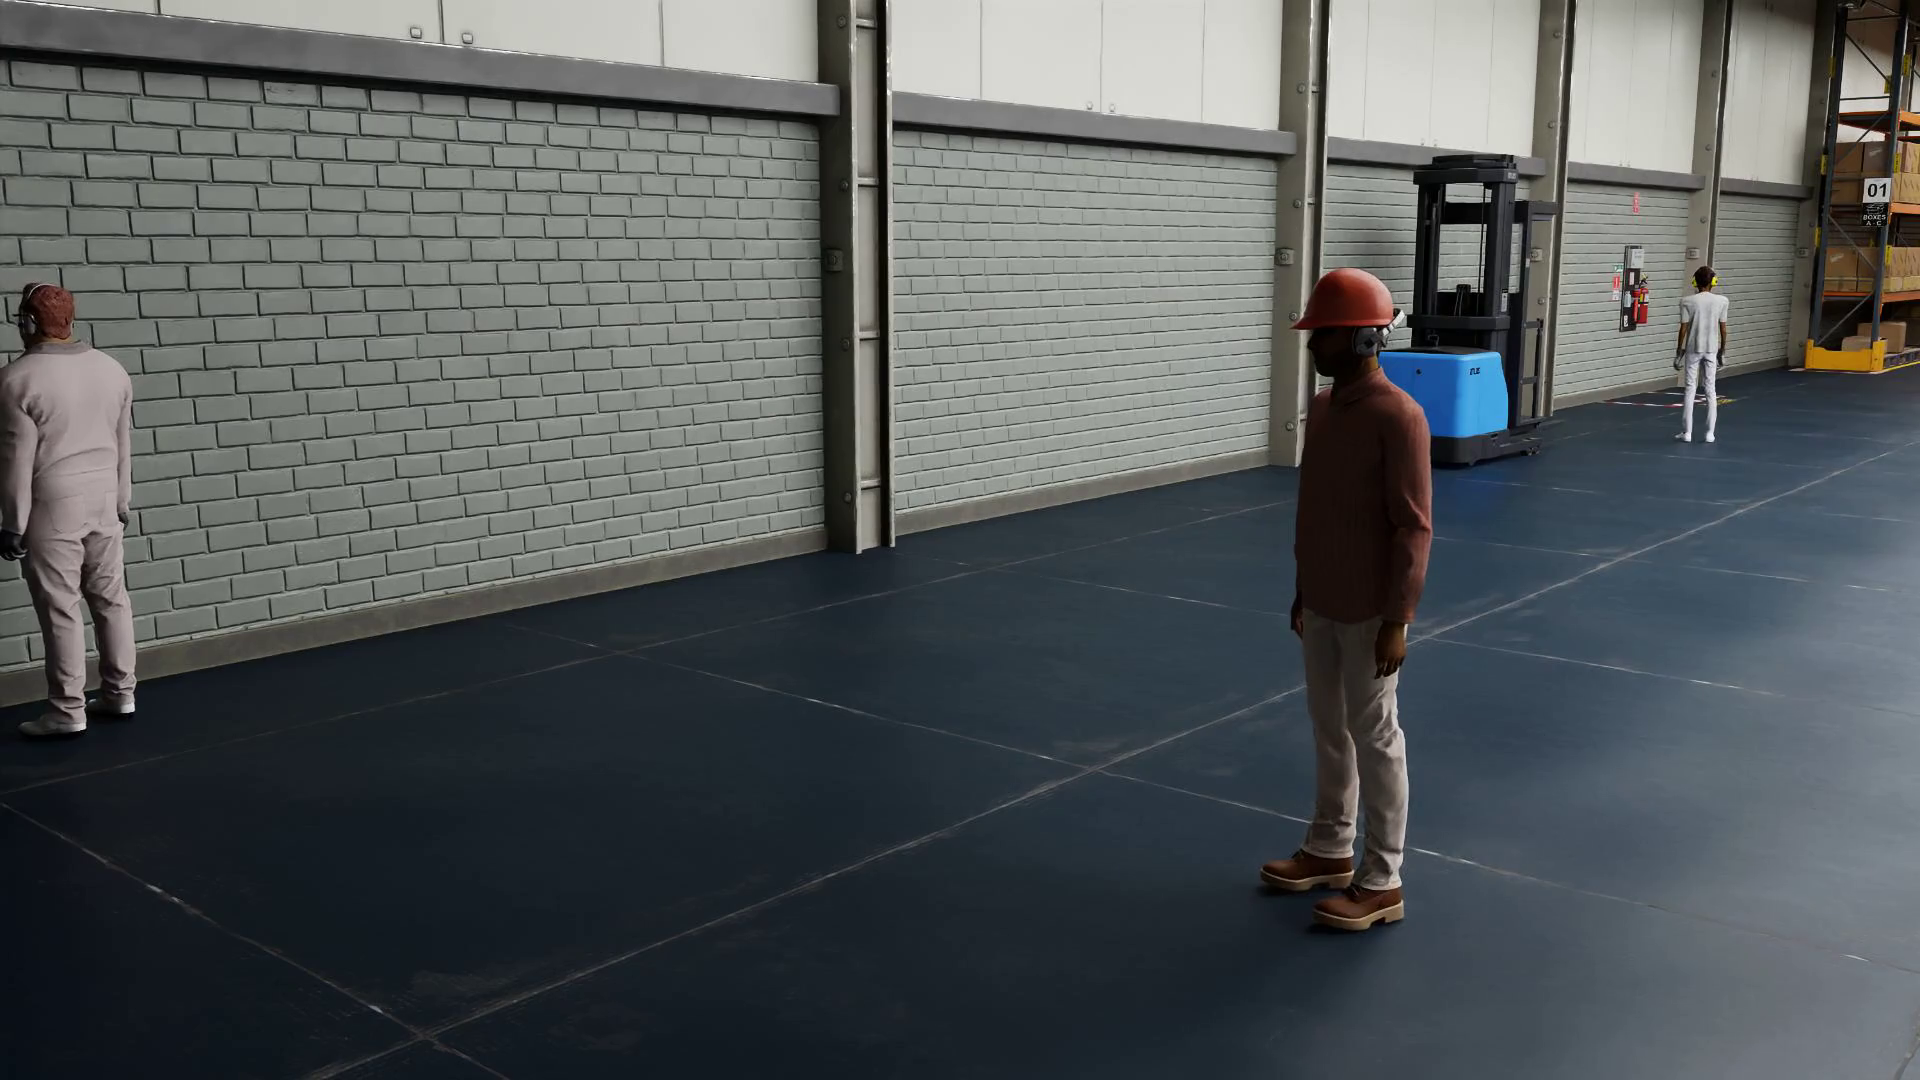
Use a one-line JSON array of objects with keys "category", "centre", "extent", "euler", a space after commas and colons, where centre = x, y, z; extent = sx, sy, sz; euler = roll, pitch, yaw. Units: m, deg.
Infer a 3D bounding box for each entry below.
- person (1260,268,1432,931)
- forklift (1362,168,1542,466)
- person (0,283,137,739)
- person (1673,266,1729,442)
[{"category": "person", "centre": [1.178, 0.177, 5.081], "extent": [0.396, 1.992, 0.619], "euler": [-3, 10, -16]}, {"category": "forklift", "centre": [4.875, -2.212, 16.287], "extent": [1.129, 2.768, 1.873], "euler": [8, 13, 40]}, {"category": "person", "centre": [-3.811, -0.126, 7.062], "extent": [0.408, 1.908, 0.645], "euler": [3, 10, 18]}, {"category": "person", "centre": [7.888, -1.977, 17.722], "extent": [0.519, 1.865, 0.326], "euler": [2, 10, 11]}]
